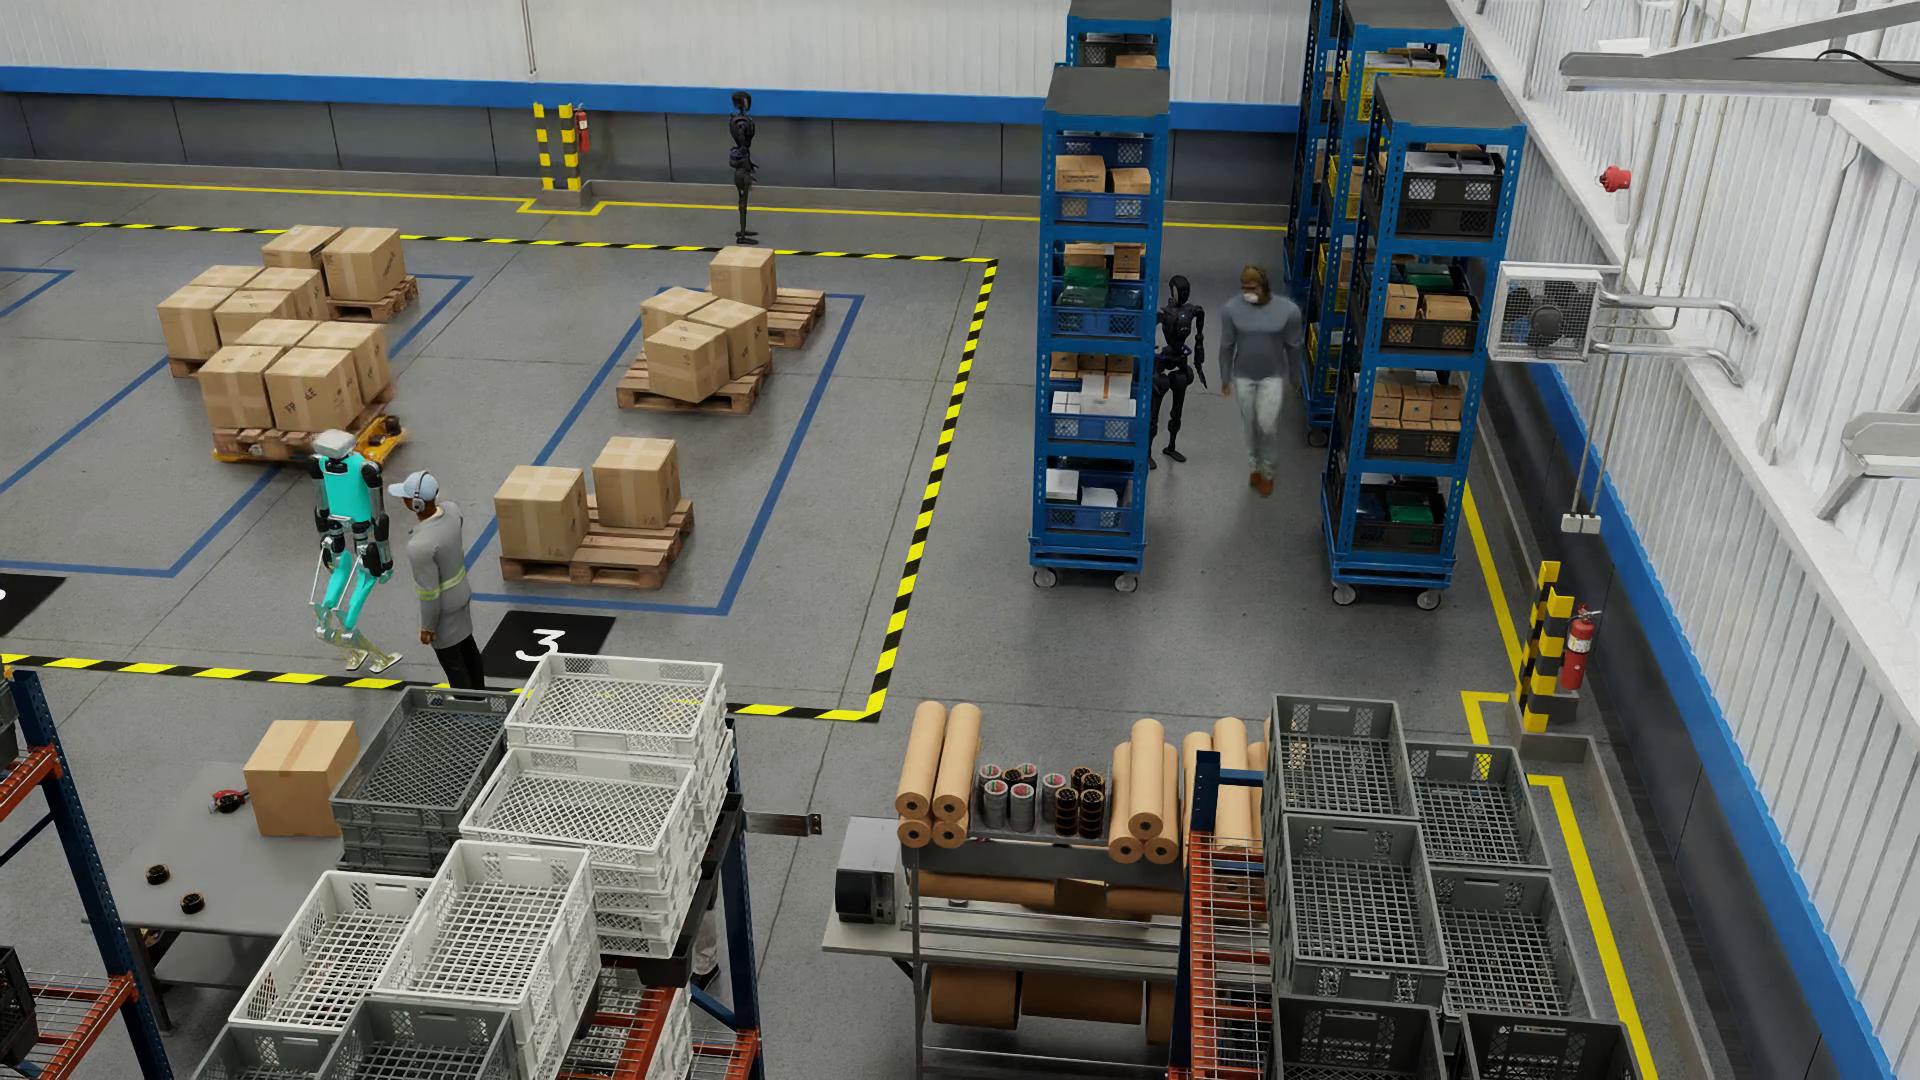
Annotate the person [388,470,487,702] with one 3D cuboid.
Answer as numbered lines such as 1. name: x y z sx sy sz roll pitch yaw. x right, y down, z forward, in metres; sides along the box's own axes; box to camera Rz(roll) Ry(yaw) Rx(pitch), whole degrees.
1. person: -3.256 0.390 10.430 0.374 1.852 0.588 2 30 4

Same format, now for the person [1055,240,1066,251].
1. person: 1.160 -2.901 15.970 0.612 1.963 0.362 19 35 29

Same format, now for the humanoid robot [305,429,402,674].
1. humanoid robot: -4.035 0.160 10.805 0.533 1.677 0.735 9 31 15

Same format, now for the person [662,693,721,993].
1. person: -1.475 1.540 8.469 0.589 1.837 0.404 22 37 33

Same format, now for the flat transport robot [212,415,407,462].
1. flat transport robot: -5.537 -0.877 14.151 1.431 0.197 0.652 3 30 6

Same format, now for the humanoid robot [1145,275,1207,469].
1. humanoid robot: 1.746 -1.389 13.644 0.599 1.657 0.315 -13 33 -21

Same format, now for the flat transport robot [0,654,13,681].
1. flat transport robot: -7.142 0.969 11.010 1.431 0.231 0.659 3 30 6

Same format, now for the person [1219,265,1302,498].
1. person: 2.339 -1.244 13.184 0.671 1.899 0.614 10 32 16

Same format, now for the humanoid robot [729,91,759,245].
1. humanoid robot: -2.378 -4.124 18.341 0.315 1.657 0.599 -2 30 -4

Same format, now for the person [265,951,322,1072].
1. person: -2.620 2.436 6.922 0.632 1.846 0.429 23 37 33
